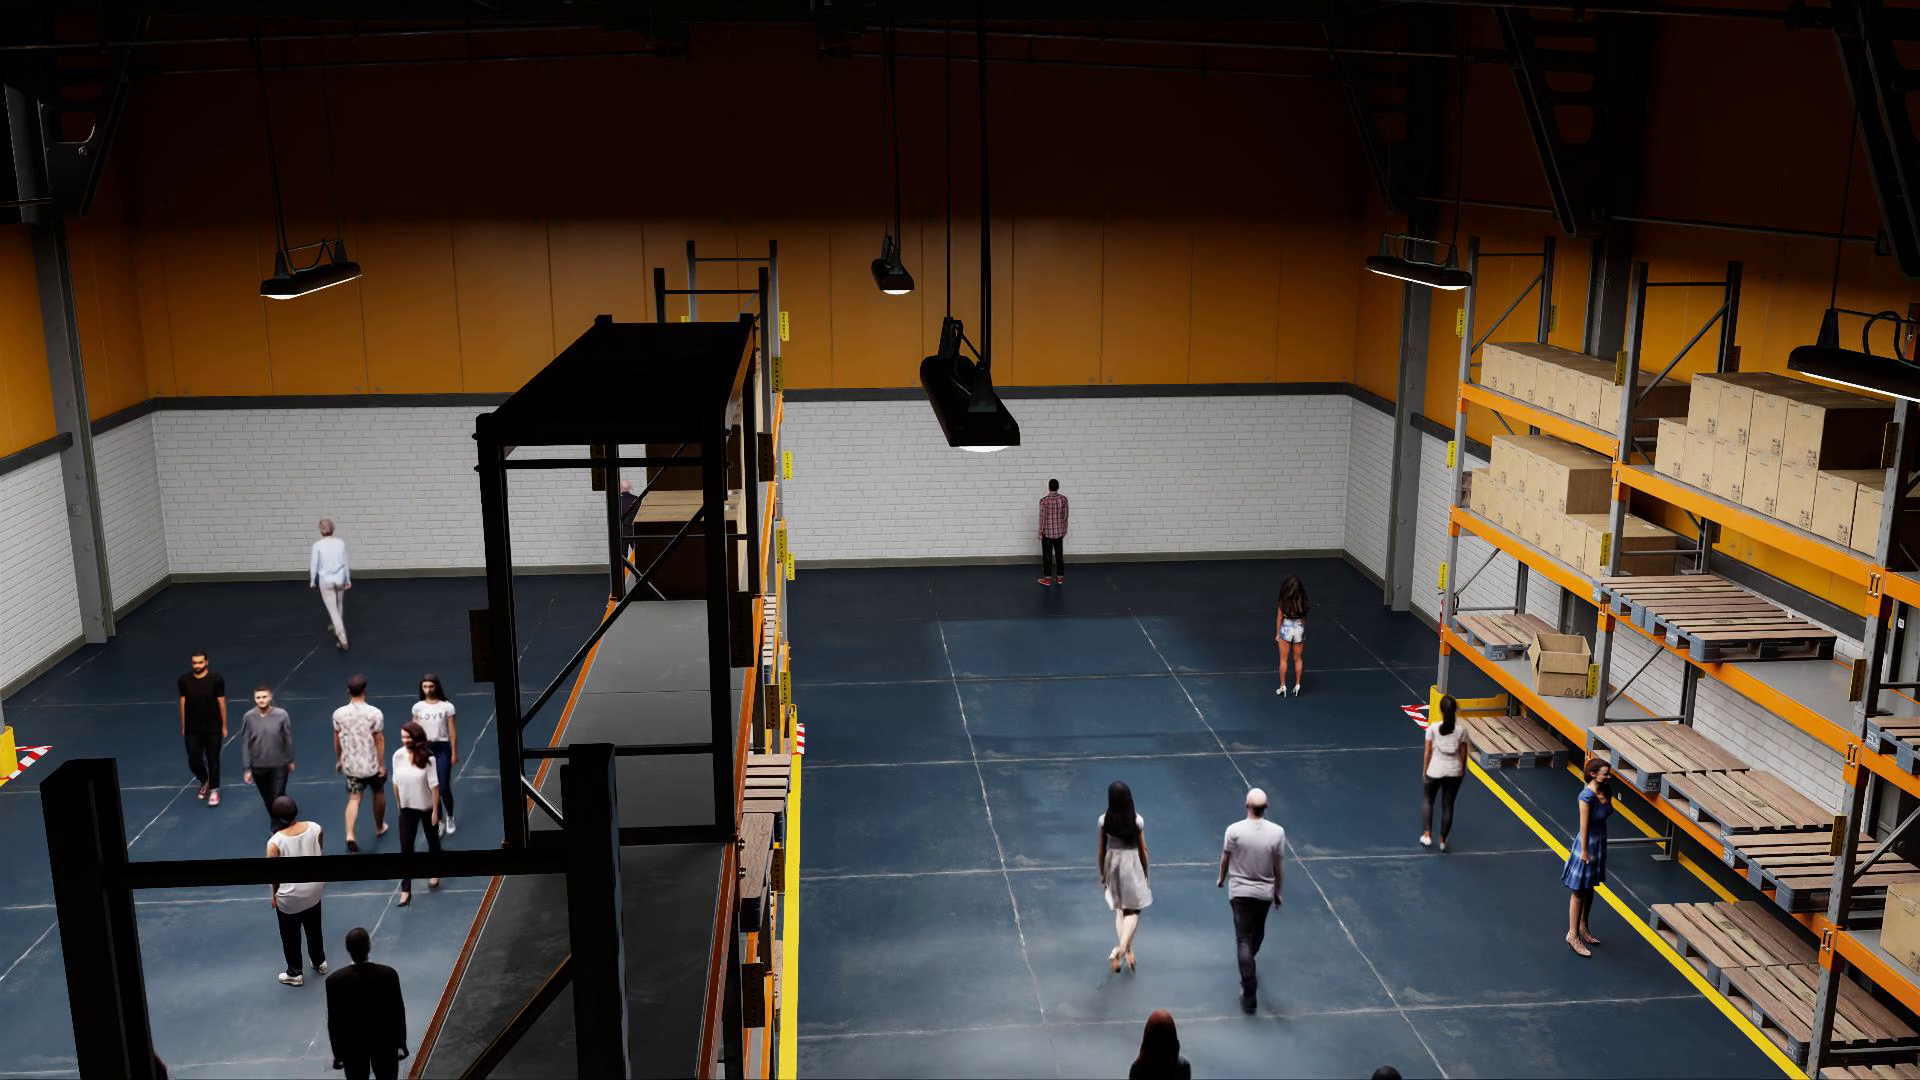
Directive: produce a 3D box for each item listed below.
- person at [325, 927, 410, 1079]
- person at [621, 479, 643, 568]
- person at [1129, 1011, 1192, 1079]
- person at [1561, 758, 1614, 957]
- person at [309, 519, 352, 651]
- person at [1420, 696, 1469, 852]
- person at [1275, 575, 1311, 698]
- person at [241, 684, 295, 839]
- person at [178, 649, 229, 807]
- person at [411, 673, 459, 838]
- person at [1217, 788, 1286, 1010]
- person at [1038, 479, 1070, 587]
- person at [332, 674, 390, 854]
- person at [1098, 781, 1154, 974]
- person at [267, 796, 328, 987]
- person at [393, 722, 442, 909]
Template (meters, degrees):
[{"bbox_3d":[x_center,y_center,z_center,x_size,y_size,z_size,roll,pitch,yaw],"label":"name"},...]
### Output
[{"bbox_3d":[-4.150,3.565,11.683,0.704,1.800,0.603,-4,14,-15],"label":"person"},{"bbox_3d":[-5.304,-0.073,26.634,0.769,1.835,0.736,-8,16,-29],"label":"person"},{"bbox_3d":[1.270,3.841,10.671,0.561,1.741,0.518,-2,14,-6],"label":"person"},{"bbox_3d":[5.630,2.800,14.832,0.804,1.806,0.736,10,17,37],"label":"person"},{"bbox_3d":[-8.863,0.667,23.564,1.162,1.842,1.300,-13,19,-42],"label":"person"},{"bbox_3d":[4.928,2.392,16.875,0.654,1.638,0.662,3,14,11],"label":"person"},{"bbox_3d":[4.312,1.245,21.636,0.561,1.626,0.553,-2,14,-8],"label":"person"},{"bbox_3d":[-7.078,2.310,17.059,0.736,1.710,1.191,-3,14,-12],"label":"person"},{"bbox_3d":[-8.258,2.016,18.189,0.691,1.750,0.707,-4,14,-14],"label":"person"},{"bbox_3d":[-5.455,2.218,17.318,0.606,1.766,0.572,-1,14,-2],"label":"person"},{"bbox_3d":[2.463,3.027,13.939,0.670,1.784,1.208,-2,14,-7],"label":"person"},{"bbox_3d":[1.514,-0.144,27.087,0.770,1.761,0.739,-6,15,-24],"label":"person"},{"bbox_3d":[-6.121,2.291,16.959,0.703,1.794,1.062,-1,14,-4],"label":"person"},{"bbox_3d":[1.390,2.960,14.288,0.827,1.750,1.005,4,14,16],"label":"person"},{"bbox_3d":[-5.719,2.986,14.306,0.819,1.692,0.750,10,17,36],"label":"person"},{"bbox_3d":[-5.129,2.567,15.906,0.706,1.753,1.091,0,14,1],"label":"person"}]
